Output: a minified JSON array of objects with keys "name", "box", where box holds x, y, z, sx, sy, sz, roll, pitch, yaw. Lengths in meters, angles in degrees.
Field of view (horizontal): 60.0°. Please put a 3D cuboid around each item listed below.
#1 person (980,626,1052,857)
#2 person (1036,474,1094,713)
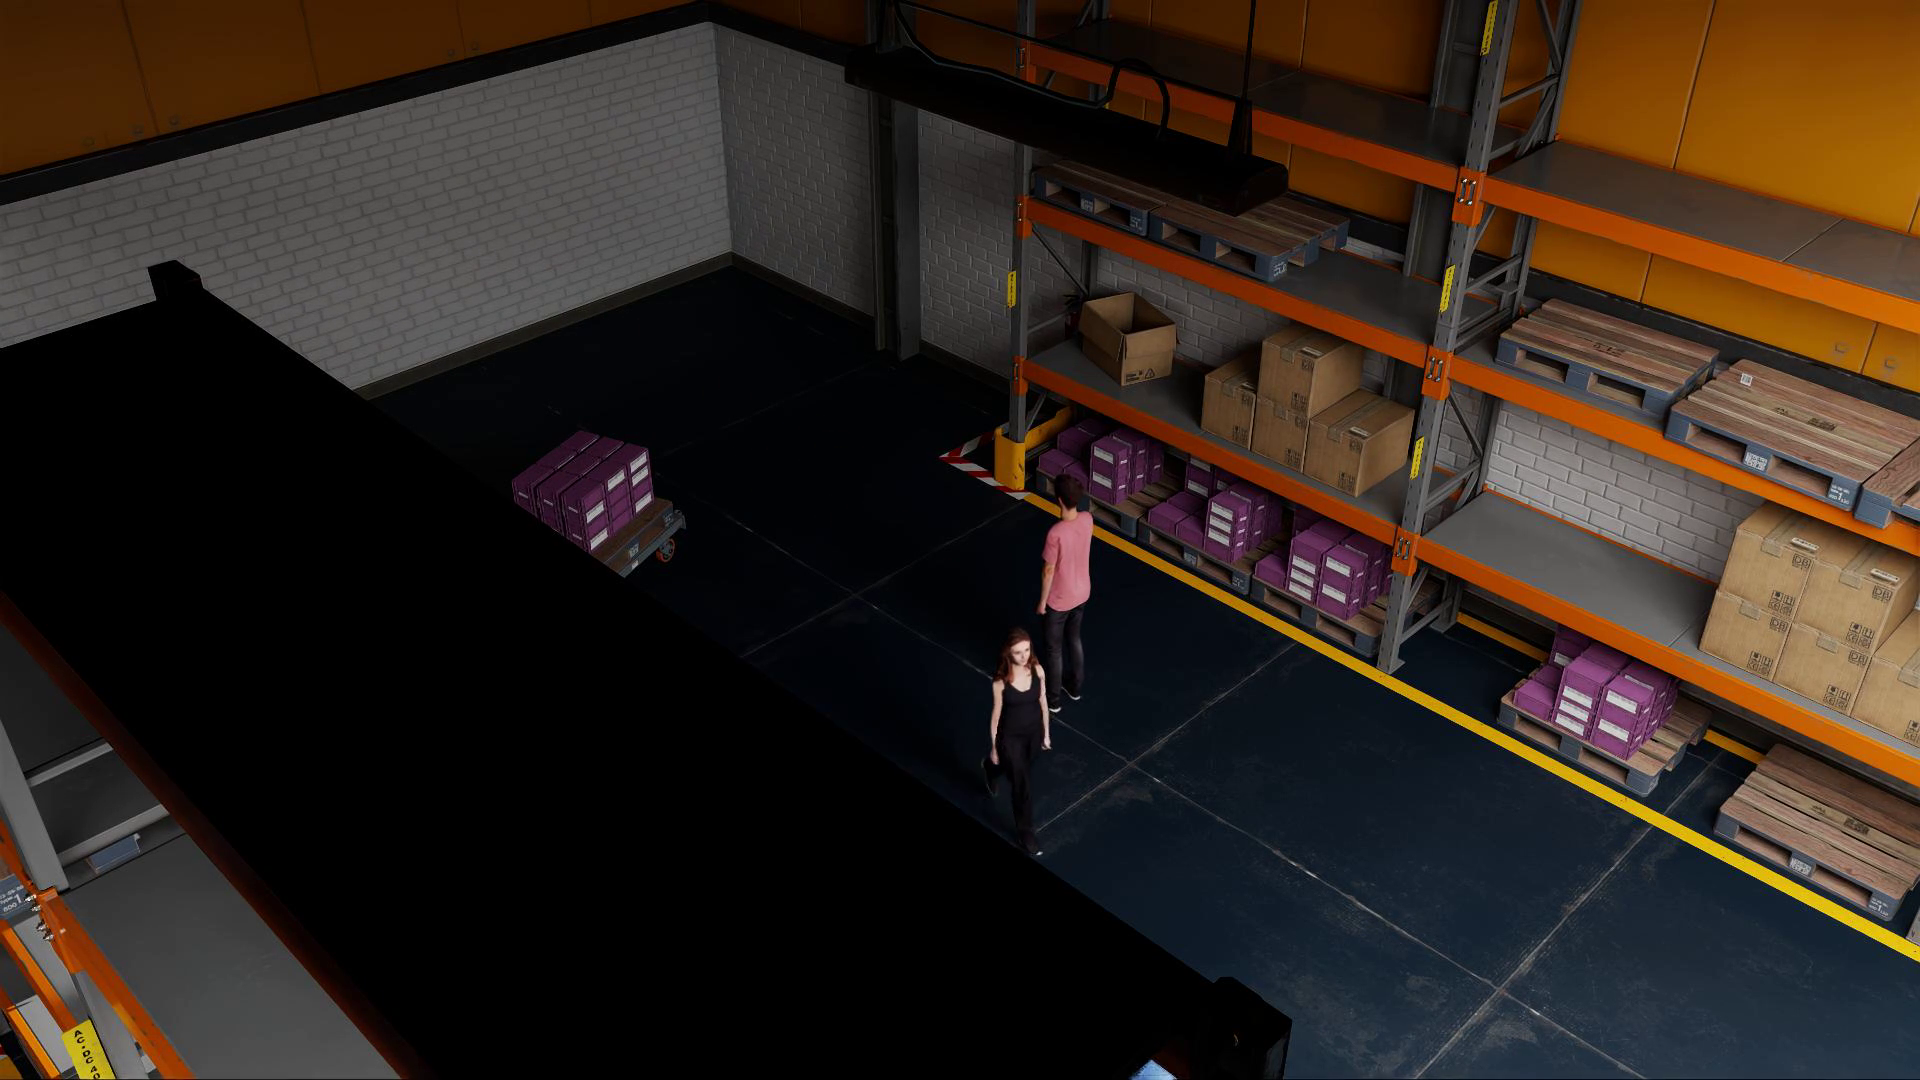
[{"name":"person","box":[0.353,1.258,11.151,0.771,1.721,1.122,-18,37,-25]},{"name":"person","box":[0.780,0.400,12.227,0.560,1.958,0.628,27,42,35]}]
